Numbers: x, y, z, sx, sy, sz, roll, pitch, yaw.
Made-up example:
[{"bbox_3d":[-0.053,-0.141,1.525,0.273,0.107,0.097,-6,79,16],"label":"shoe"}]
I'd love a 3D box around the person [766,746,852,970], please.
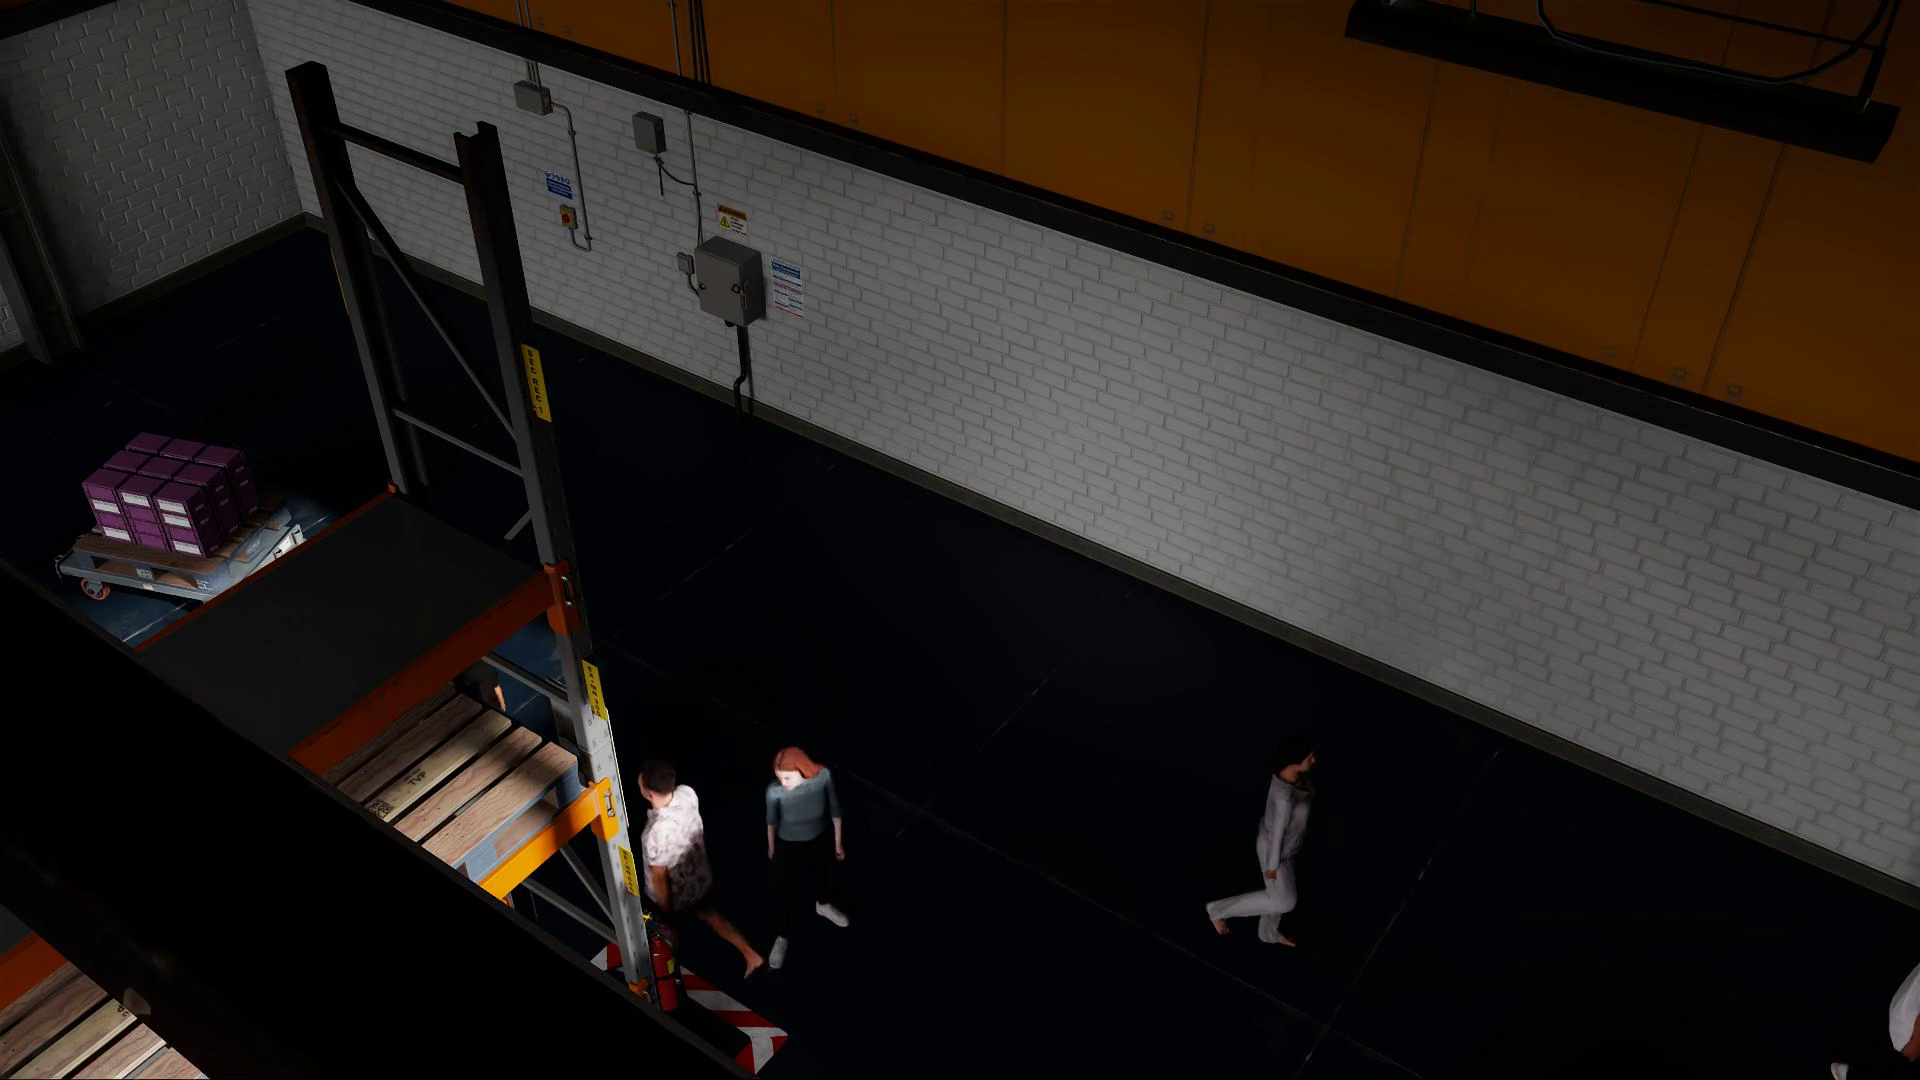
[{"bbox_3d":[-0.945,1.775,9.953,0.784,1.719,0.907,-23,44,-26],"label":"person"}]

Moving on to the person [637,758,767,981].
[{"bbox_3d":[-1.550,1.971,9.649,0.858,1.792,1.046,15,41,18],"label":"person"}]

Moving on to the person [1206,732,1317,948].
[{"bbox_3d":[1.817,1.795,9.896,0.801,1.759,0.831,10,40,13],"label":"person"}]
